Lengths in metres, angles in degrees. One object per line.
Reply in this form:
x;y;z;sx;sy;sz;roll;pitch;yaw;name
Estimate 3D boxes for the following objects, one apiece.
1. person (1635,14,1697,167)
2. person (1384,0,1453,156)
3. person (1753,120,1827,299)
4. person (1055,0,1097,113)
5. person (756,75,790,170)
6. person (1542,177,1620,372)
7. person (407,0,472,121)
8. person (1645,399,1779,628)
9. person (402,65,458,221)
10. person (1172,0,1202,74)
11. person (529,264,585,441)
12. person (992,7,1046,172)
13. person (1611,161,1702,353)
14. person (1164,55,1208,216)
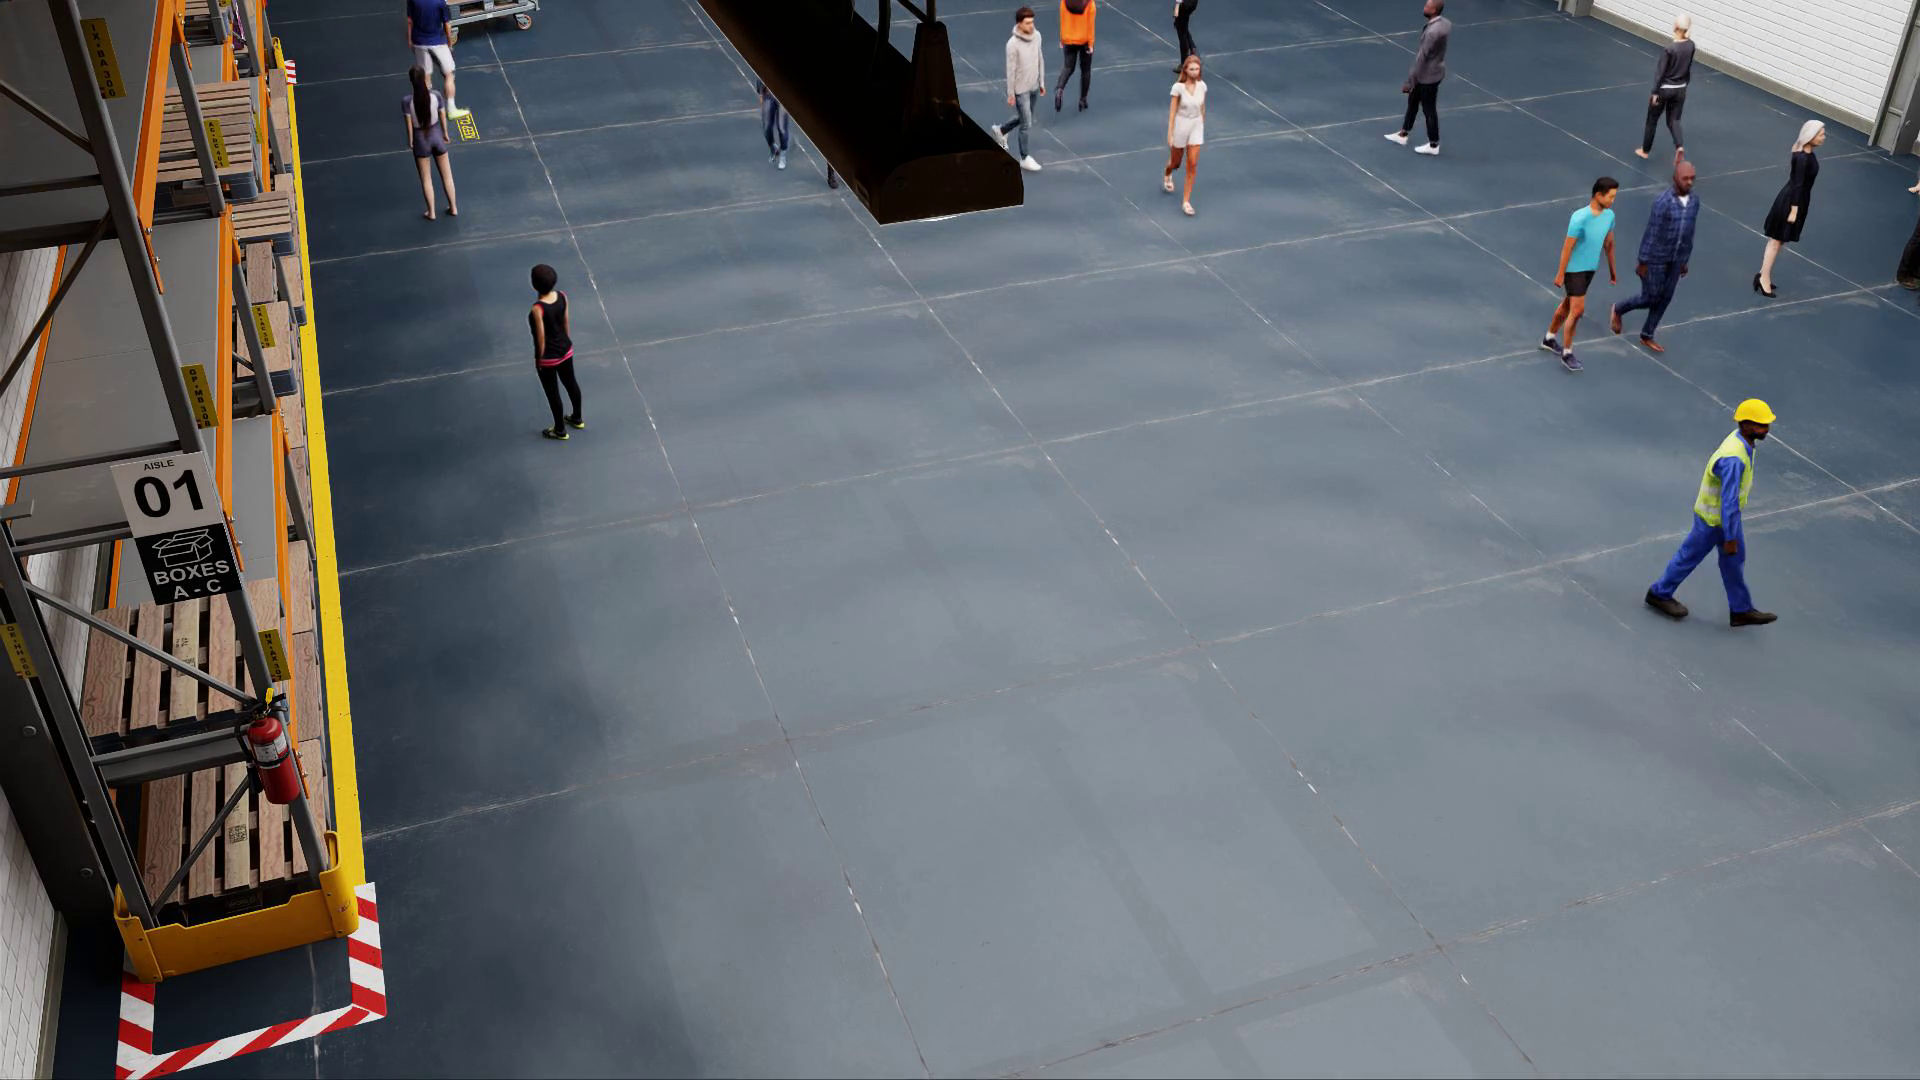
8.184;-5.136;19.055;0.725;1.709;0.993;-5;34;-8;person
5.539;-5.344;19.291;1.090;1.793;1.036;13;36;18;person
8.074;-3.232;16.157;0.757;1.746;0.697;15;36;21;person
1.406;-6.066;20.433;1.000;1.732;1.046;16;37;23;person
-2.077;-5.057;19.021;0.715;1.613;0.735;4;34;6;person
5.521;-2.468;15.001;0.712;1.753;0.883;-18;38;-25;person
-6.529;-6.045;20.344;0.870;1.795;0.662;-12;35;-17;person
5.192;-0.199;11.565;1.219;1.777;1.058;23;40;30;person
-5.669;-4.246;17.771;0.633;1.648;0.583;-20;39;-28;person
3.049;-6.961;21.778;0.868;1.734;0.816;19;38;26;person
-3.380;-1.583;13.850;0.669;1.553;0.620;18;37;24;person
0.677;-5.186;19.018;1.172;1.834;0.983;27;42;34;person
6.360;-2.621;15.184;0.699;1.805;0.851;-15;36;-21;person
2.433;-4.437;18.034;0.655;1.675;1.032;-7;34;-11;person
